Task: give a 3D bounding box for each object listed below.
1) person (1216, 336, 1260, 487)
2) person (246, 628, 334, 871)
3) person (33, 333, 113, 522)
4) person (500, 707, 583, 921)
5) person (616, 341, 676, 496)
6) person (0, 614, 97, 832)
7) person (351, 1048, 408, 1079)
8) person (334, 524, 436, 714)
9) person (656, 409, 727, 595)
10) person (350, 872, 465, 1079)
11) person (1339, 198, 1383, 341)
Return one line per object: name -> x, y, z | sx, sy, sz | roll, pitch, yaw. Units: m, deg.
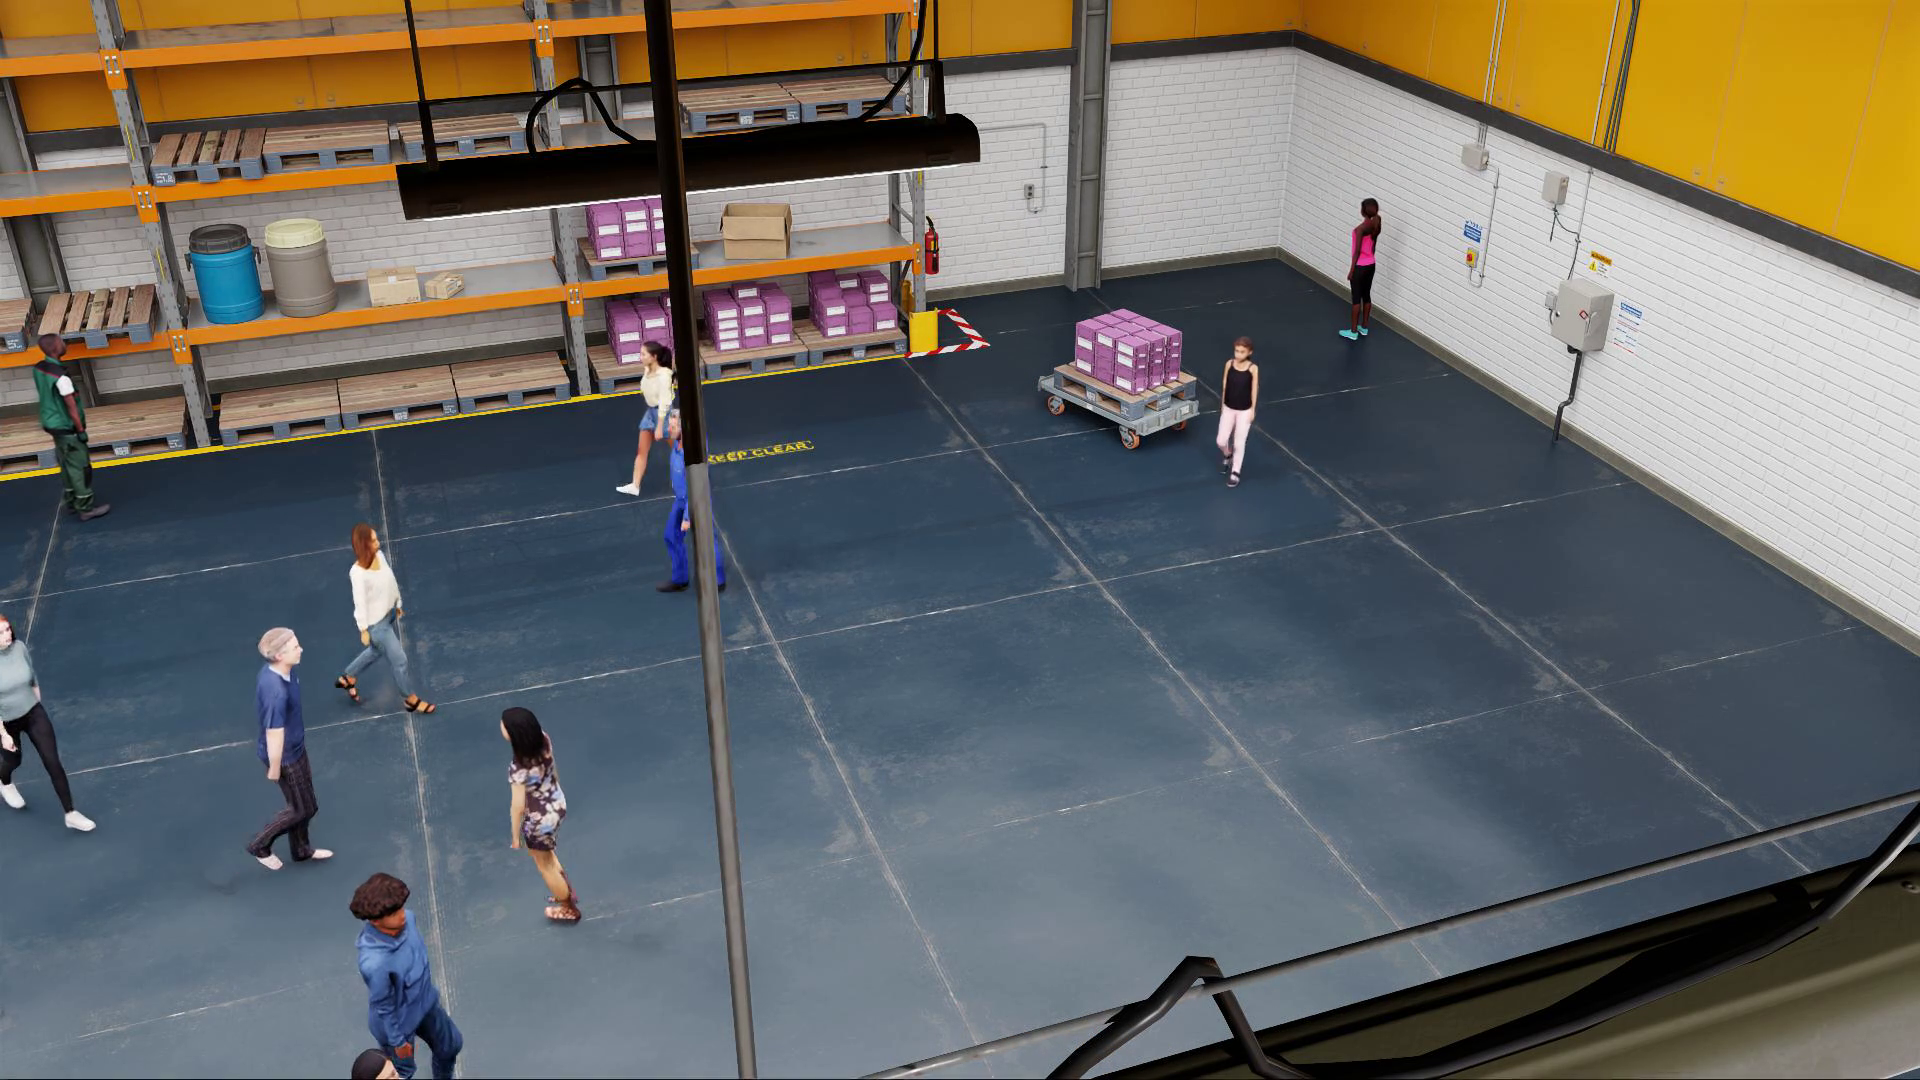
person -> 2.784, -1.313, 16.540 | 0.717, 1.556, 0.776 | 12, 31, 21
person -> -4.633, 1.452, 11.171 | 0.842, 1.844, 0.702 | -6, 29, -10
person -> -8.513, -1.083, 15.832 | 0.787, 1.831, 0.791 | 22, 36, 35
person -> -2.607, 1.805, 10.656 | 0.765, 1.716, 0.734 | 8, 30, 14
person -> -2.845, -1.184, 16.279 | 1.167, 1.579, 0.850 | -19, 34, -30
person -> -6.642, 1.277, 11.637 | 1.113, 1.704, 1.132 | 16, 33, 27
person -> -2.718, 3.165, 8.102 | 0.843, 1.774, 0.800 | 7, 29, 13
person -> -4.592, 0.622, 12.889 | 1.129, 1.655, 0.905 | 2, 29, 3
person -> -2.241, -0.333, 14.475 | 0.856, 1.813, 0.785 | -13, 31, -22
person -> -3.143, 2.570, 9.172 | 0.886, 1.795, 0.842 | 6, 29, 11
person -> 4.837, -3.263, 19.939 | 0.579, 1.724, 0.681 | -21, 35, -33
